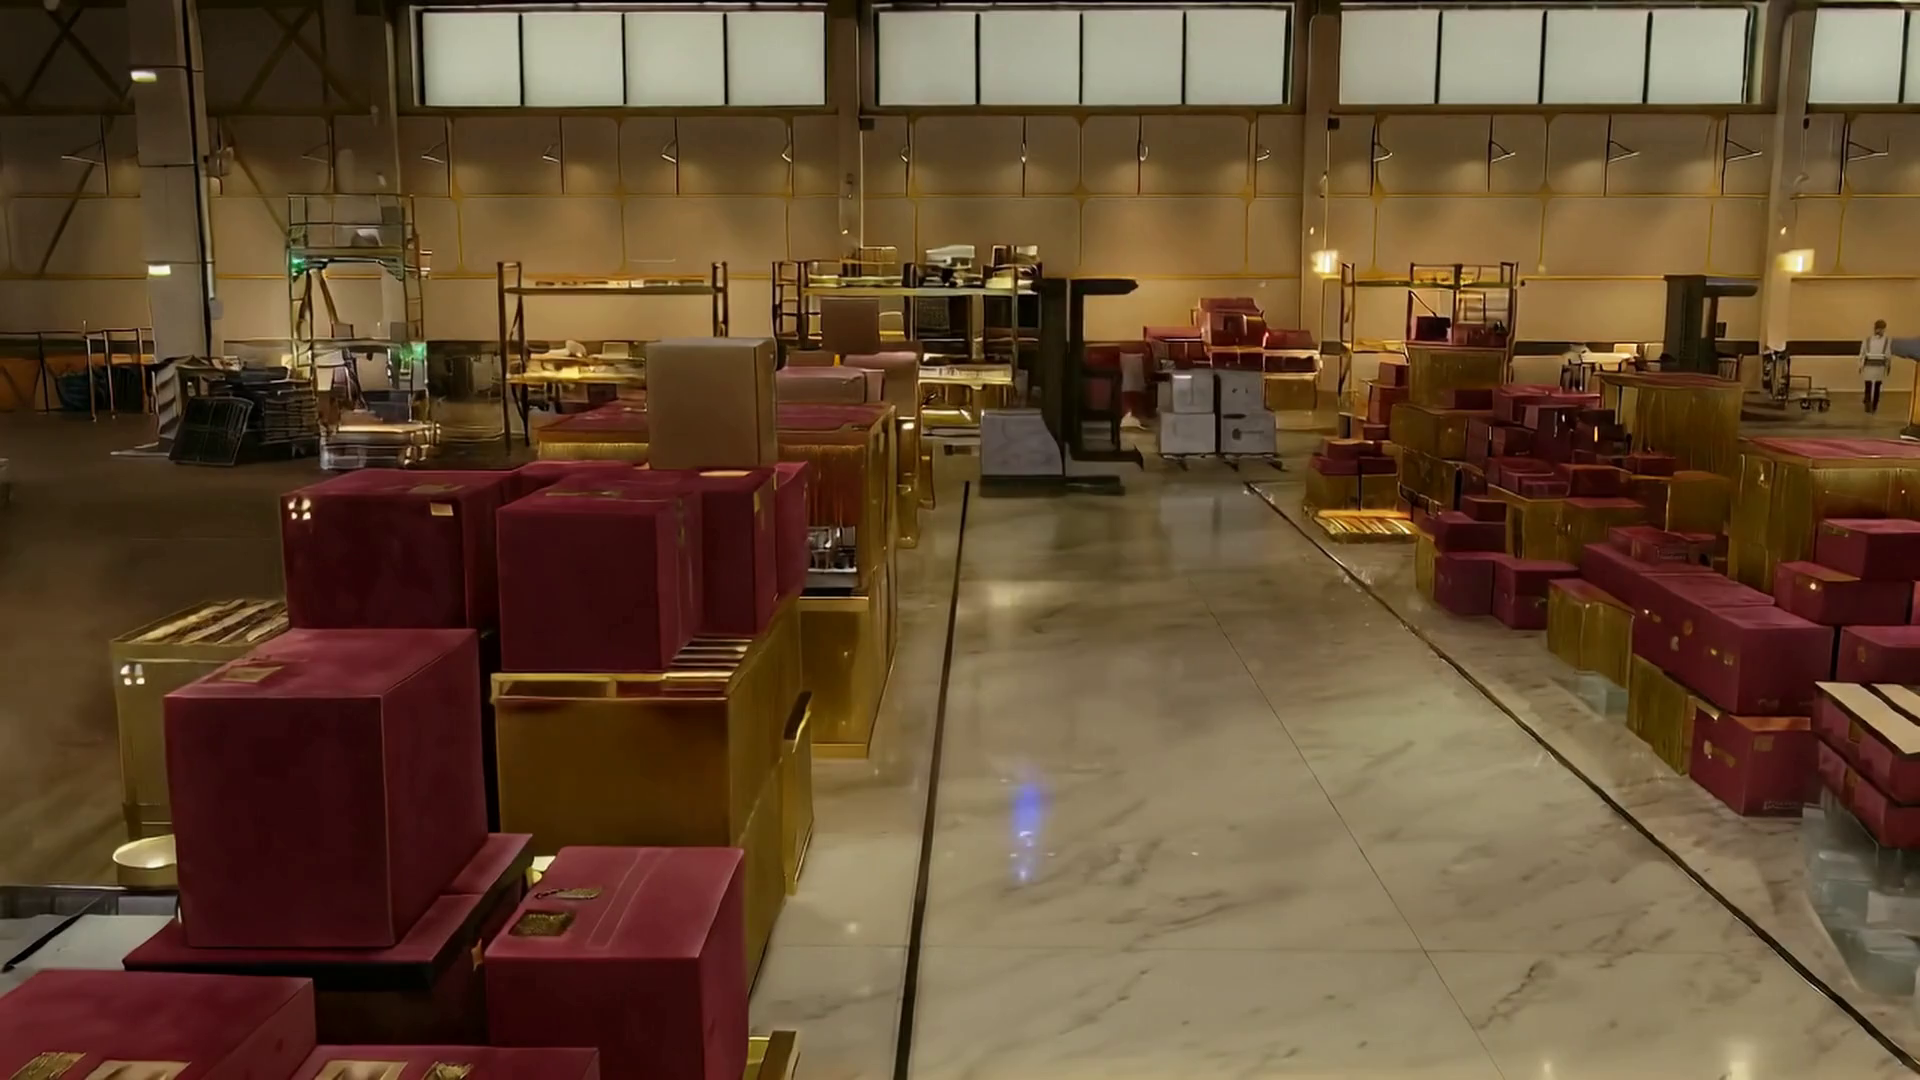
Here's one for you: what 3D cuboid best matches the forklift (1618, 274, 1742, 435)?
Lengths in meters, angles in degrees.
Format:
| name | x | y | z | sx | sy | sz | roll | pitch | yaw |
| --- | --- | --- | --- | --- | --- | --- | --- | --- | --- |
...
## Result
| name | x | y | z | sx | sy | sz | roll | pitch | yaw |
| --- | --- | --- | --- | --- | --- | --- | --- | --- | --- |
| forklift | 12.663 | -3.275 | 29.255 | 1.873 | 2.768 | 1.129 | 0 | 9 | 1 |

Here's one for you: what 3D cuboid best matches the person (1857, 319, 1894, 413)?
| name | x | y | z | sx | sy | sz | roll | pitch | yaw |
| --- | --- | --- | --- | --- | --- | --- | --- | --- | --- |
| person | 18.479 | -3.502 | 33.555 | 0.613 | 1.895 | 0.875 | 4 | 10 | 22 |

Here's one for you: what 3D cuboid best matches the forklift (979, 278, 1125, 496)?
| name | x | y | z | sx | sy | sz | roll | pitch | yaw |
| --- | --- | --- | --- | --- | --- | --- | --- | --- | --- |
| forklift | 1.189 | -2.013 | 21.691 | 1.873 | 2.768 | 1.129 | 0 | 9 | 1 |
